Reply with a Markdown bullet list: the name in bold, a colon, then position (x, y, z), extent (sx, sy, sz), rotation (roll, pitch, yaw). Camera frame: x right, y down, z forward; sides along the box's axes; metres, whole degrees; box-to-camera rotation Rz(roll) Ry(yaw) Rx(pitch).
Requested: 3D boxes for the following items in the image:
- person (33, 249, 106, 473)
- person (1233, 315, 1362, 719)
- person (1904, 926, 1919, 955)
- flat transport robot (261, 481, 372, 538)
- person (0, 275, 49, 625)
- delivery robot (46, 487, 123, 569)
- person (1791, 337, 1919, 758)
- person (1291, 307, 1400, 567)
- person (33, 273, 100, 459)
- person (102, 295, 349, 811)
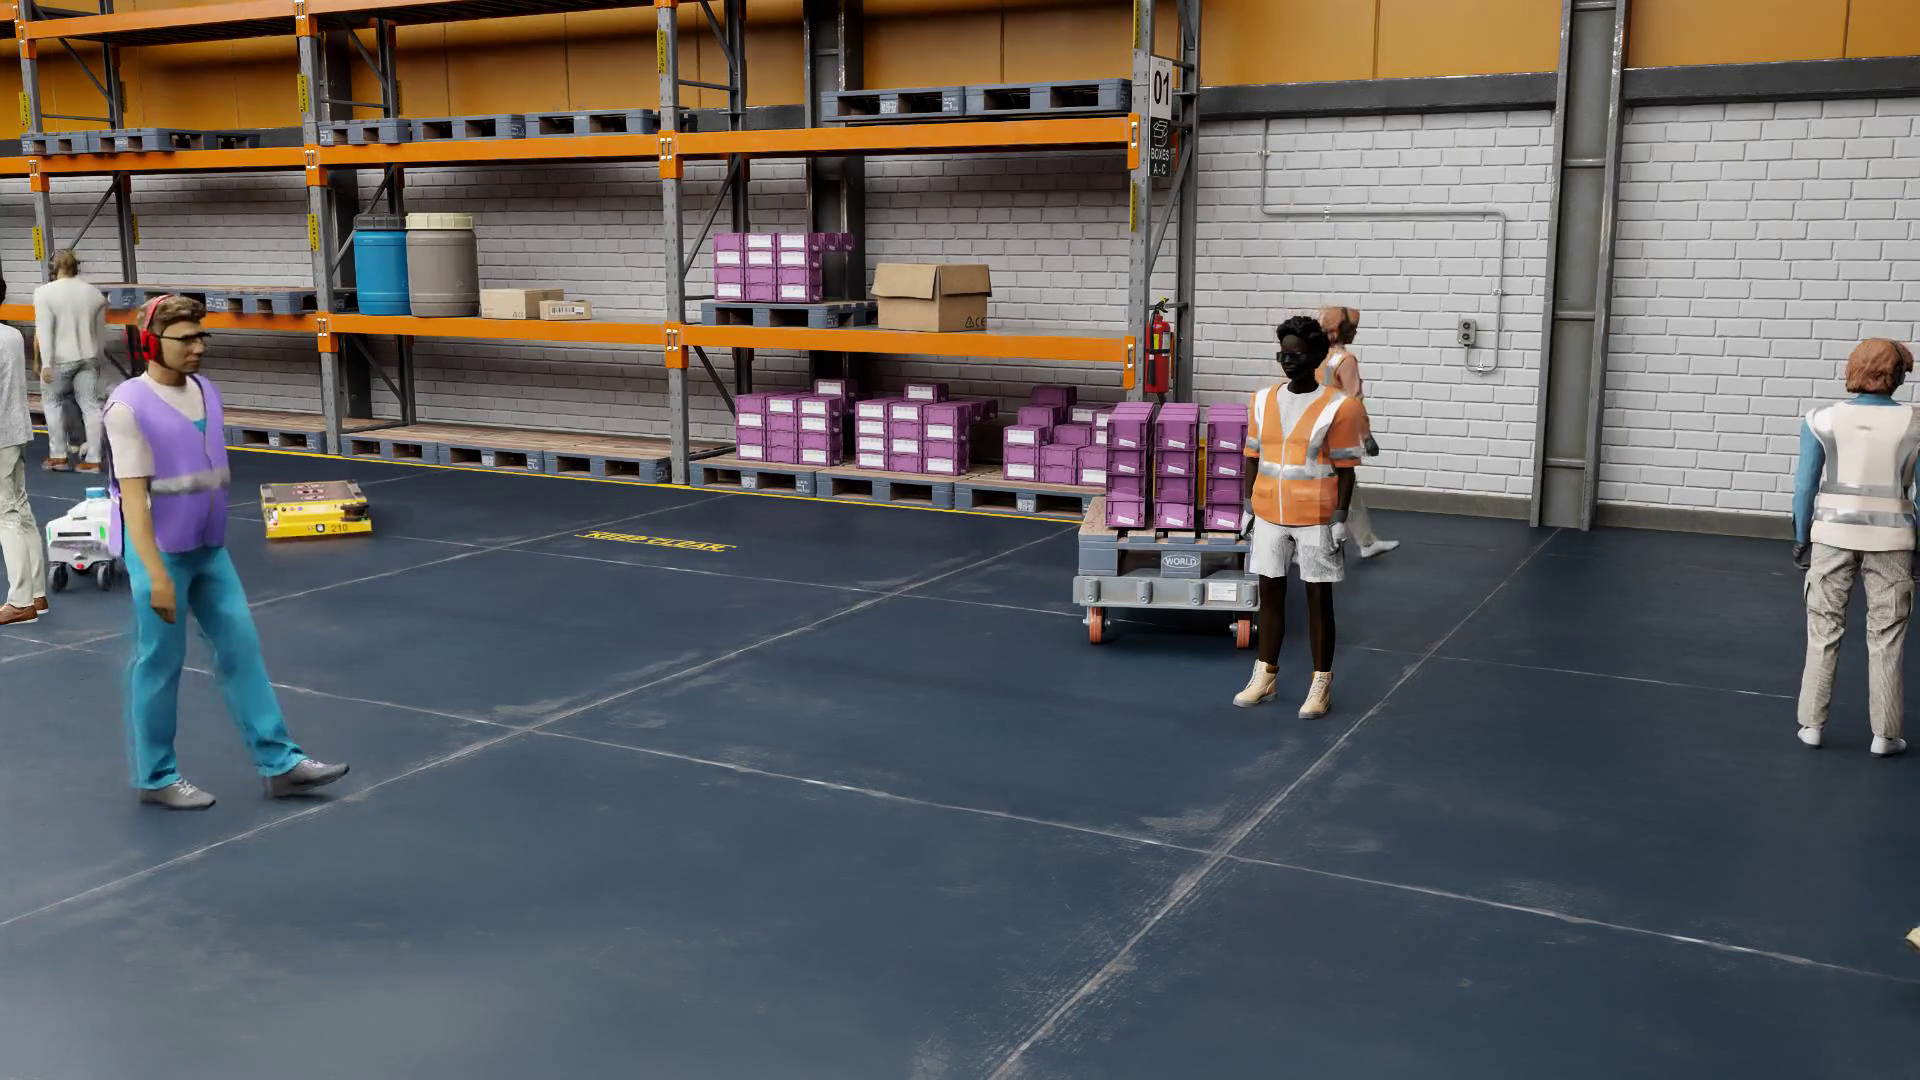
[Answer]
- **person**: position (-7.685, -1.528, 14.303), extent (0.755, 1.911, 0.645), rotation (6, 12, 30)
- **person**: position (1.424, -0.097, 7.048), extent (0.535, 1.697, 0.318), rotation (8, 13, 37)
- **person**: position (2.818, 0.368, 4.140), extent (0.537, 1.836, 0.664), rotation (2, 10, 10)
- **flat transport robot**: position (-4.562, -0.238, 11.731), extent (0.652, 0.197, 1.431), rotation (-5, 11, -24)
- **person**: position (-5.042, -0.486, 8.706), extent (0.328, 1.872, 0.512), rotation (-2, 11, -12)
- **delivery robot**: position (-5.046, -0.065, 9.747), extent (0.477, 0.478, 0.707), rotation (-1, 10, -6)
- **person**: position (3.522, 0.032, 6.500), extent (0.515, 1.638, 0.314), rotation (7, 13, 34)
- **person**: position (2.352, -0.624, 10.223), extent (0.824, 1.596, 0.520), rotation (-1, 10, -4)
- **person**: position (-8.182, -1.649, 15.278), extent (0.531, 1.804, 0.954), rotation (-10, 14, -43)
- **person**: position (-2.598, 0.071, 5.775), extent (0.763, 1.816, 0.596), rotation (2, 10, 10)
